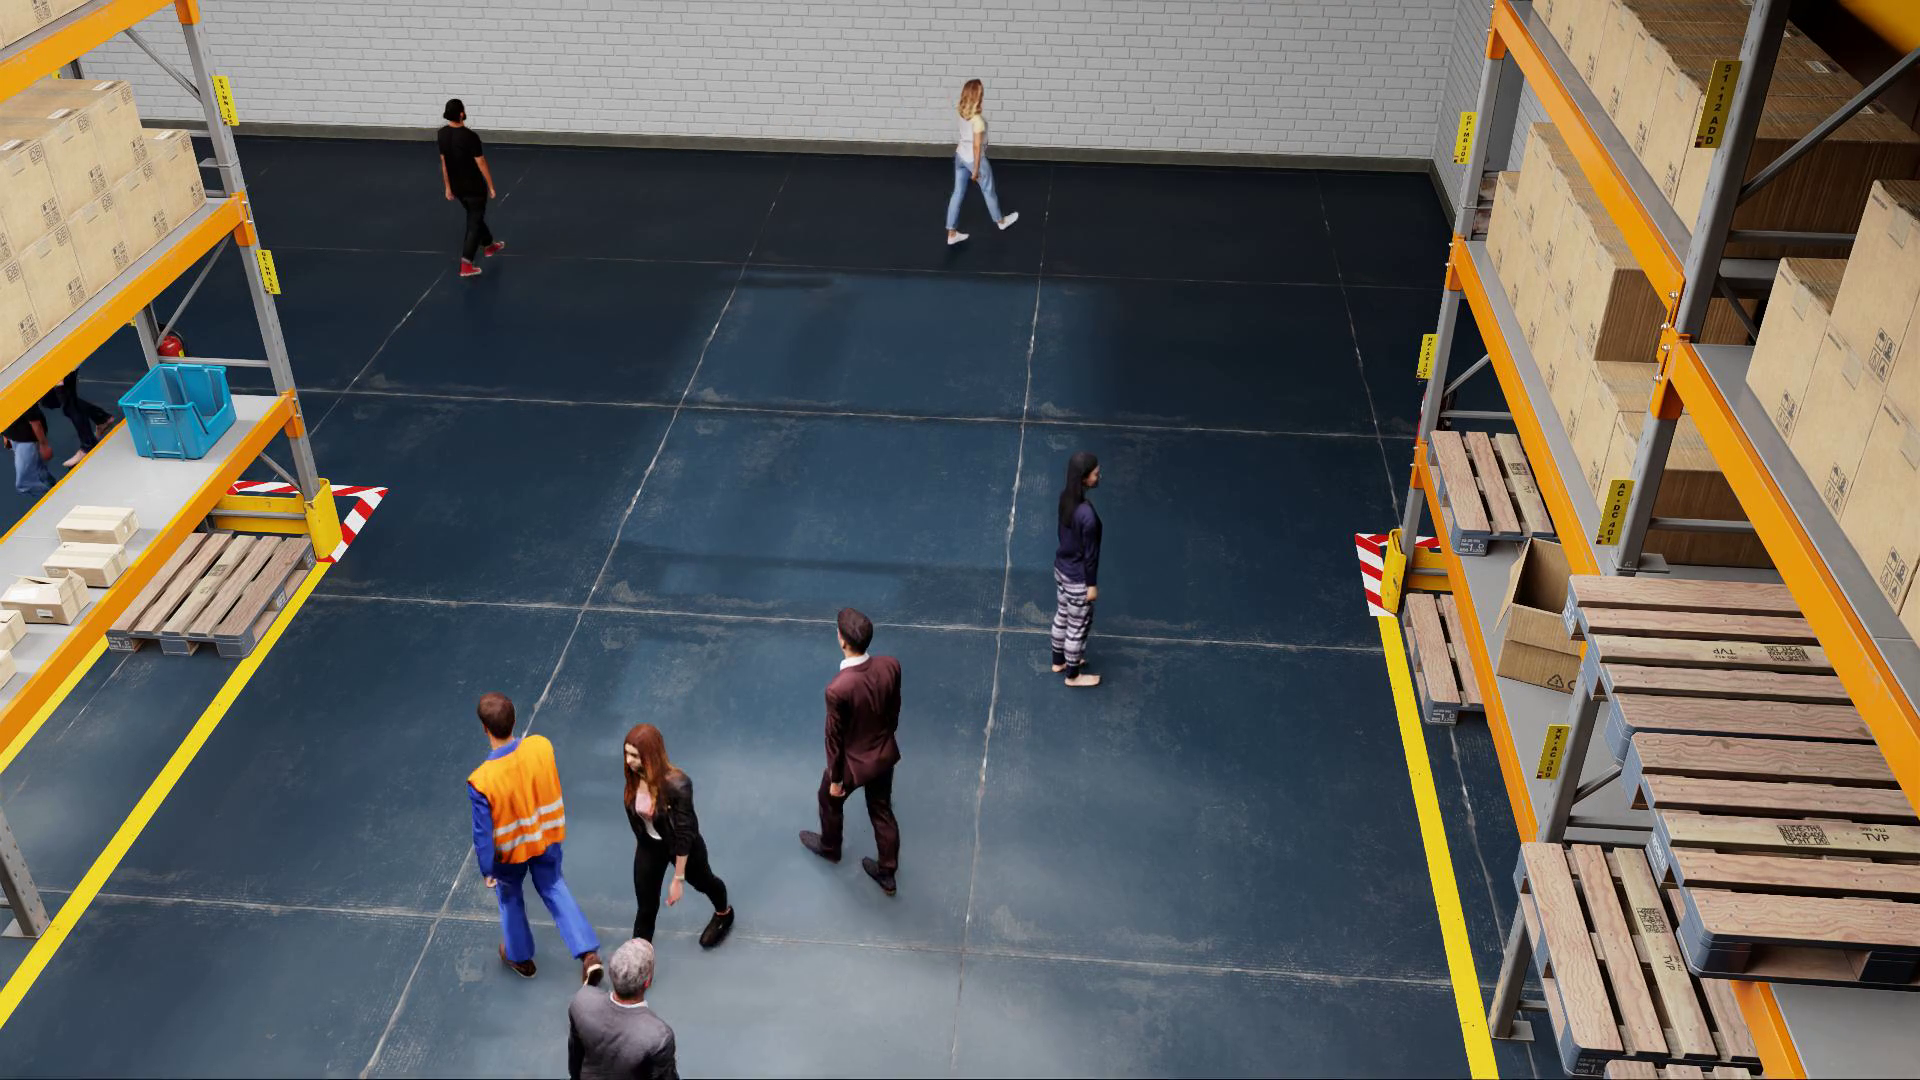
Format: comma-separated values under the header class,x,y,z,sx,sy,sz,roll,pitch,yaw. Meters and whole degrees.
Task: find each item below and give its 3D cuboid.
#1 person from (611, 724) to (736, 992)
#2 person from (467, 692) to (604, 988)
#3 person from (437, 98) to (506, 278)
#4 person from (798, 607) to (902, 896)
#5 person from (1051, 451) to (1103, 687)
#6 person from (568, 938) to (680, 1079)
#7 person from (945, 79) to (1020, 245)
class,x,y,z,sx,sy,sz,roll,pitch,yaw
person,-1.450,1.590,8.809,0.920,1.665,1.203,17,37,24
person,-2.187,1.619,8.618,1.112,1.828,1.072,27,42,34
person,-4.844,-3.408,16.281,0.883,1.717,1.206,14,36,20
person,-0.490,1.236,9.181,1.038,1.841,1.099,-25,41,-32
person,0.759,0.189,10.857,0.733,1.732,0.596,-12,35,-17
person,-1.492,2.515,7.281,0.972,1.815,1.089,13,36,19
person,0.032,-3.810,16.915,1.118,1.684,1.095,-22,39,-29
